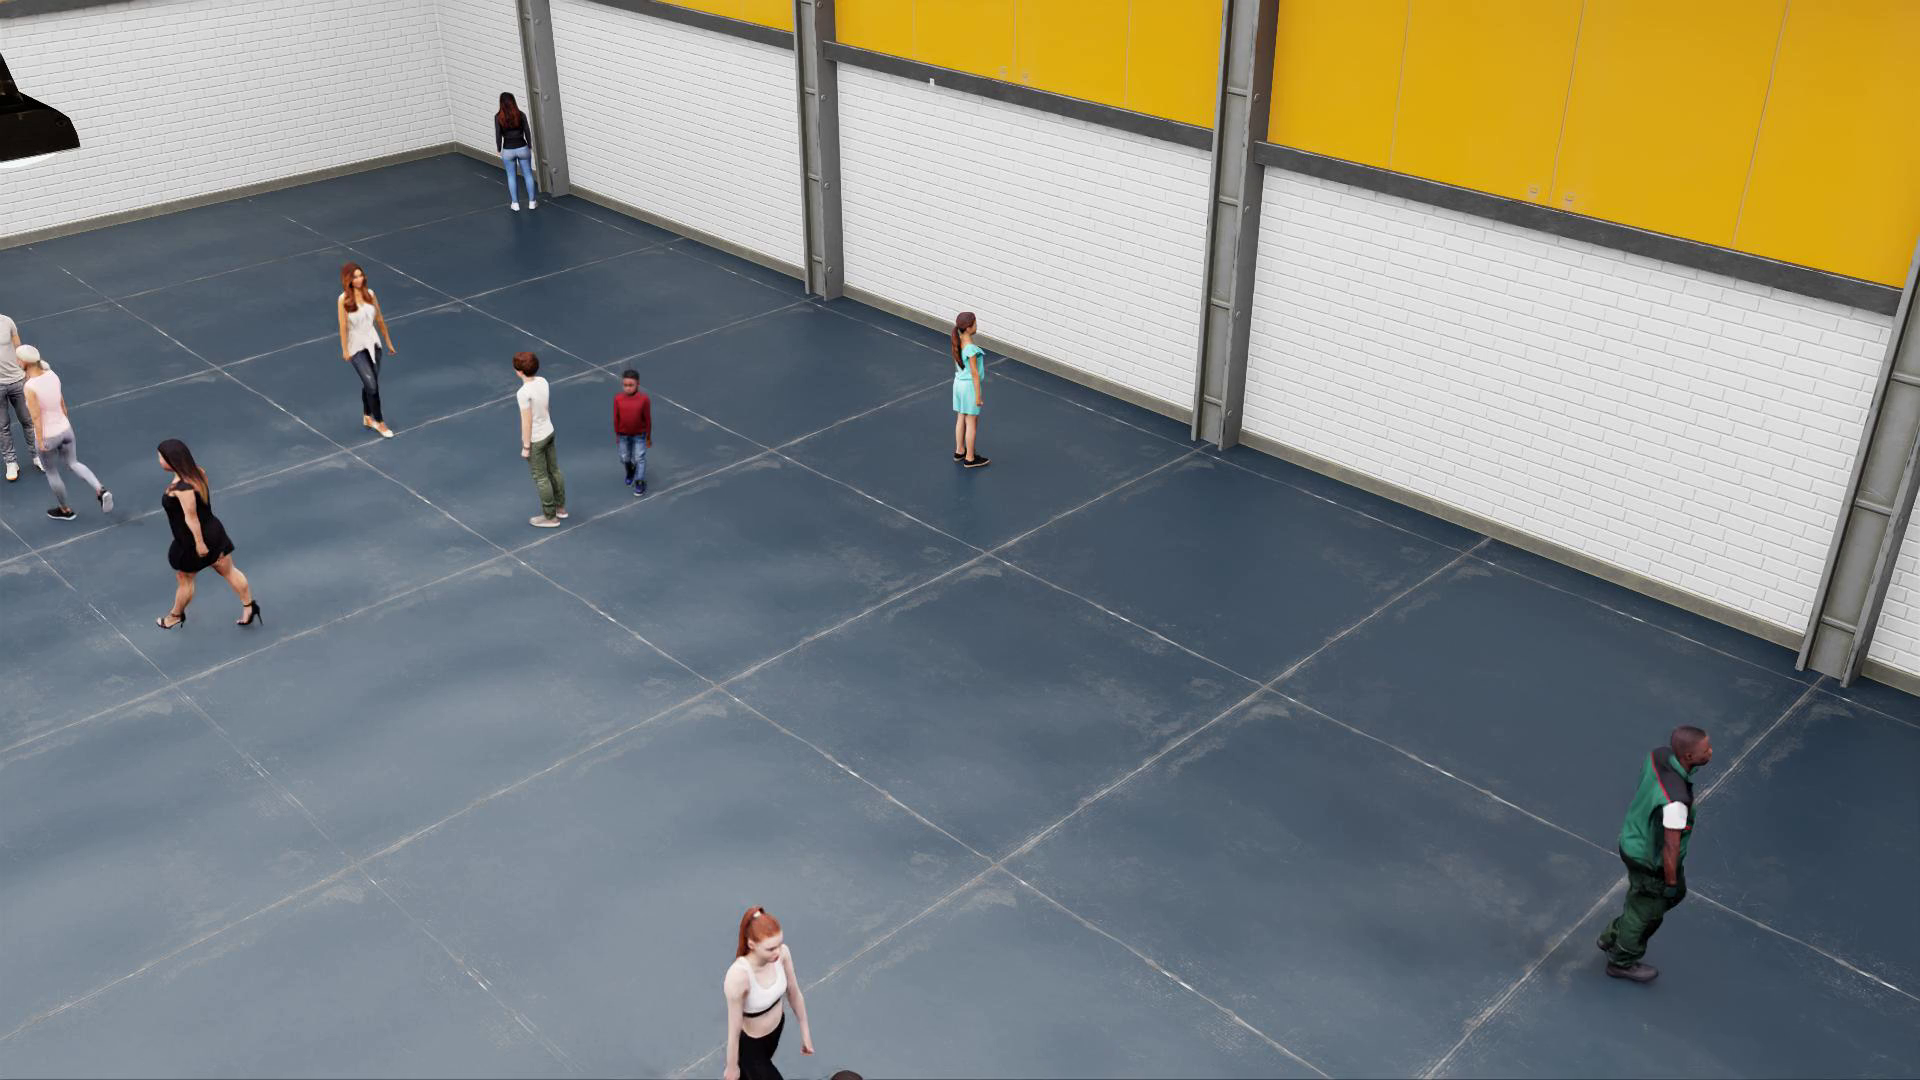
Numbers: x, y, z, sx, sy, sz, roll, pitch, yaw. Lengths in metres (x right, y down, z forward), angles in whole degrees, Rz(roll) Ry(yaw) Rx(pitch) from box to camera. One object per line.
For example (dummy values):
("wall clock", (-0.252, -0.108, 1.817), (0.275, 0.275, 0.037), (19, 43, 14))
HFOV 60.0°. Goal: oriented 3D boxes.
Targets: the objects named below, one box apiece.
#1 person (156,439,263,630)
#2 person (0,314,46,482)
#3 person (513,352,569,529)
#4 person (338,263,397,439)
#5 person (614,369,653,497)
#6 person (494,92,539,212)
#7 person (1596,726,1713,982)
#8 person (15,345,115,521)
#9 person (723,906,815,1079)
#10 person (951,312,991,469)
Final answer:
("person", (-5.923, -0.006, 13.200), (1.086, 1.675, 1.082), (-4, 29, -7))
("person", (-9.041, -1.505, 15.718), (0.696, 1.896, 0.580), (-21, 35, -33))
("person", (-3.767, -0.905, 14.873), (0.668, 1.653, 0.664), (9, 30, 17))
("person", (-6.005, -1.921, 16.613), (0.837, 1.769, 0.667), (18, 34, 30))
("person", (-3.042, -1.039, 15.546), (0.652, 1.243, 0.713), (2, 29, 4))
("person", (-6.190, -5.420, 23.173), (0.719, 1.631, 0.724), (-7, 29, -13))
("person", (3.961, 1.823, 9.689), (0.884, 1.828, 0.848), (6, 29, 10))
("person", (-8.045, -0.943, 14.880), (1.005, 1.712, 0.825), (8, 30, 14))
("person", (-1.086, 2.550, 8.502), (1.270, 1.688, 0.767), (19, 34, 31))
("person", (0.075, -1.461, 15.991), (0.662, 1.558, 0.557), (-16, 32, -26))
